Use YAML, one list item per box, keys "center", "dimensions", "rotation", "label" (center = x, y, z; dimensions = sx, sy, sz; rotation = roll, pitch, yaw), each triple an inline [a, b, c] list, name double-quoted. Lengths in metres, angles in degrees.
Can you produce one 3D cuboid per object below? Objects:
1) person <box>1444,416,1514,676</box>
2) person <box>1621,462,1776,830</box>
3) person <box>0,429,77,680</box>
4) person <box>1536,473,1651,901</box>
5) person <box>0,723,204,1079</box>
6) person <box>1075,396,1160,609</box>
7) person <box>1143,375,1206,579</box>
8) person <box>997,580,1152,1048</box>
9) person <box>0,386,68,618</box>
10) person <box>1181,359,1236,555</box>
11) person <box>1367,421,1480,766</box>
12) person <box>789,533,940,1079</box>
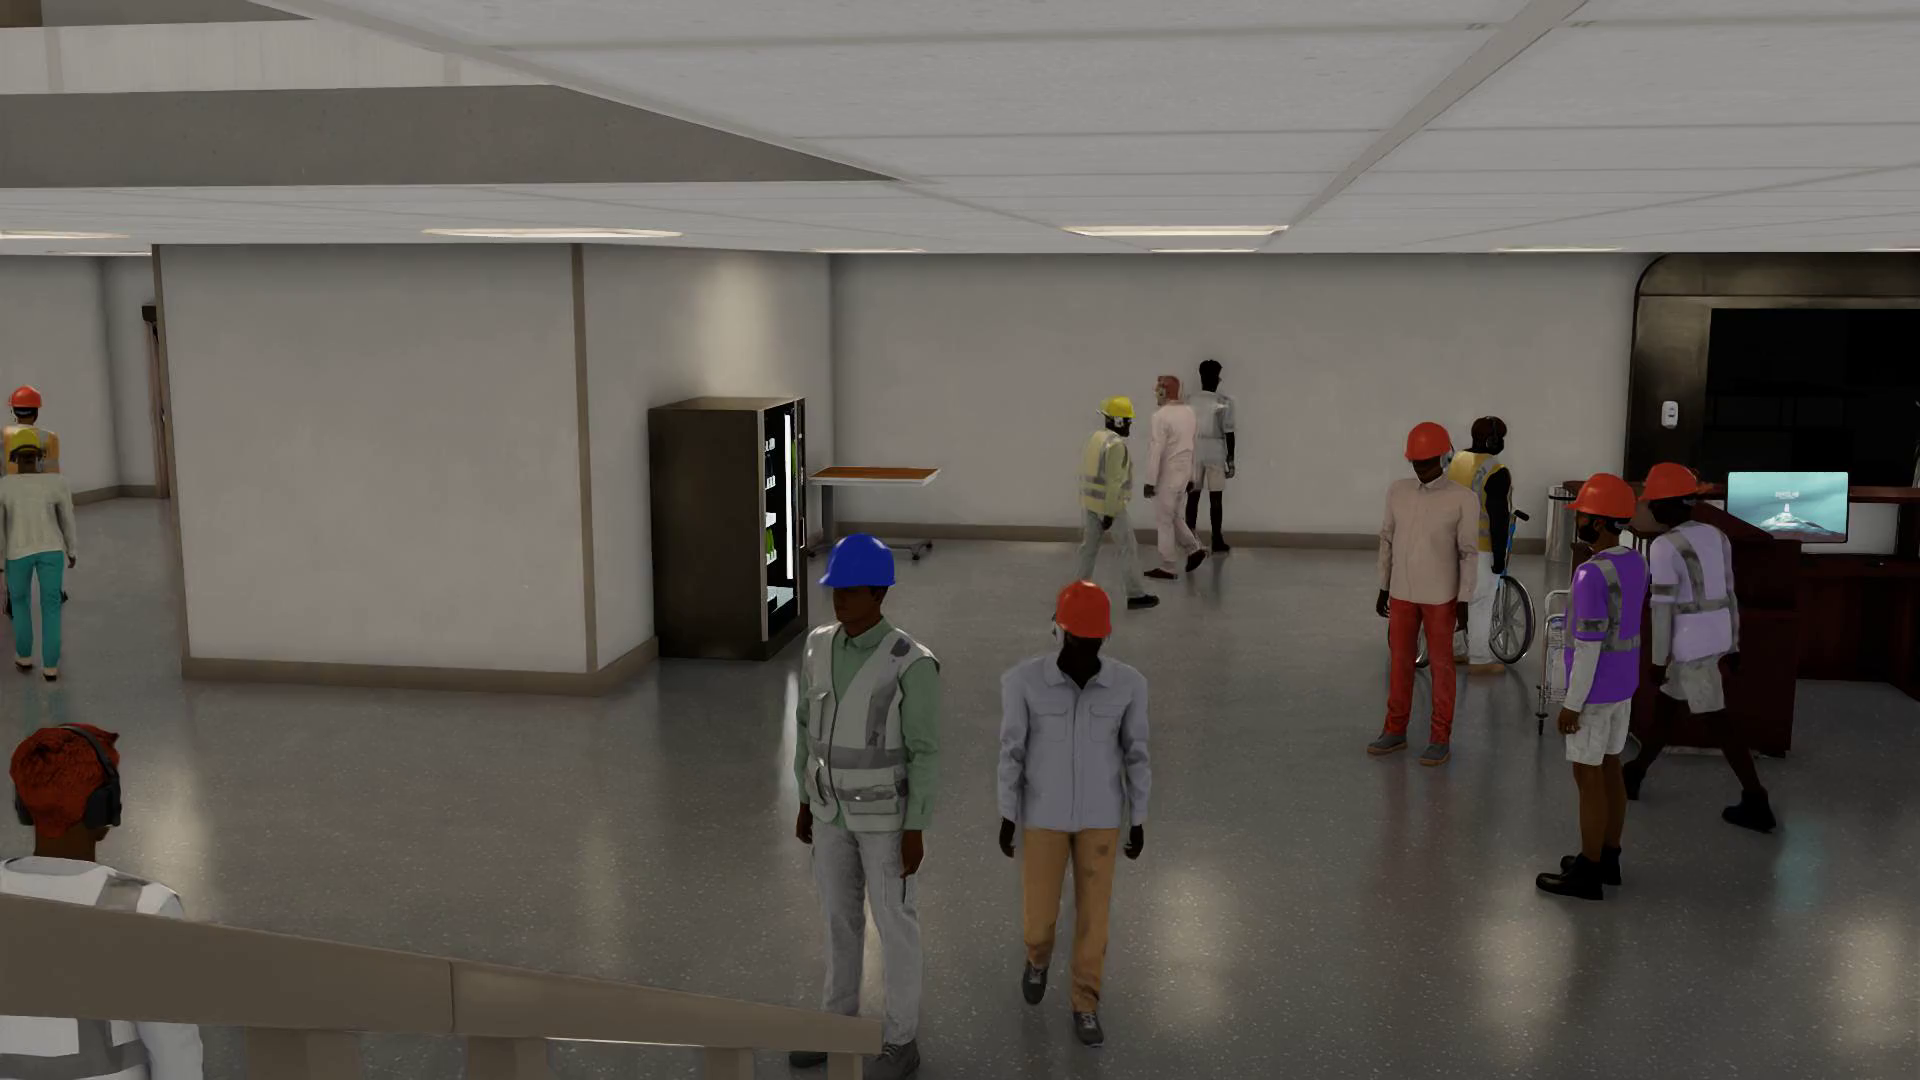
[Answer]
- center: [3.668, 0.039, 11.751]
  dimensions: [0.429, 1.836, 0.628]
  rotation: [-3, 10, -20]
  label: "person"
- center: [3.815, 0.540, 8.630]
  dimensions: [0.540, 1.865, 1.023]
  rotation: [-8, 12, -42]
  label: "person"
- center: [-6.540, 0.083, 11.729]
  dimensions: [0.553, 1.733, 0.784]
  rotation: [-6, 11, -33]
  label: "person"
- center: [2.885, 0.662, 7.567]
  dimensions: [0.354, 1.942, 0.545]
  rotation: [8, 12, 42]
  label: "person"
- center: [-1.931, 1.329, 3.669]
  dimensions: [0.575, 1.876, 0.356]
  rotation: [1, 9, 9]
  label: "person"
- center: [1.324, -0.304, 13.955]
  dimensions: [0.842, 1.792, 0.602]
  rotation: [-3, 10, -20]
  label: "person"
- center: [1.951, -0.575, 15.361]
  dimensions: [0.459, 1.894, 0.659]
  rotation: [7, 11, 36]
  label: "person"
- center: [0.422, 0.990, 6.165]
  dimensions: [0.576, 1.735, 0.424]
  rotation: [-1, 9, -5]
  label: "person"
- center: [-7.747, -0.323, 13.806]
  dimensions: [0.548, 1.902, 0.957]
  rotation: [-2, 9, -13]
  label: "person"
- center: [2.476, -0.832, 16.702]
  dimensions: [0.612, 1.962, 0.363]
  rotation: [5, 10, 28]
  label: "person"
- center: [2.679, 0.303, 9.627]
  dimensions: [0.610, 1.990, 0.390]
  rotation: [9, 13, 43]
  label: "person"
- center: [-0.340, 0.936, 5.844]
  dimensions: [0.605, 1.951, 0.381]
  rotation: [7, 11, 36]
  label: "person"
